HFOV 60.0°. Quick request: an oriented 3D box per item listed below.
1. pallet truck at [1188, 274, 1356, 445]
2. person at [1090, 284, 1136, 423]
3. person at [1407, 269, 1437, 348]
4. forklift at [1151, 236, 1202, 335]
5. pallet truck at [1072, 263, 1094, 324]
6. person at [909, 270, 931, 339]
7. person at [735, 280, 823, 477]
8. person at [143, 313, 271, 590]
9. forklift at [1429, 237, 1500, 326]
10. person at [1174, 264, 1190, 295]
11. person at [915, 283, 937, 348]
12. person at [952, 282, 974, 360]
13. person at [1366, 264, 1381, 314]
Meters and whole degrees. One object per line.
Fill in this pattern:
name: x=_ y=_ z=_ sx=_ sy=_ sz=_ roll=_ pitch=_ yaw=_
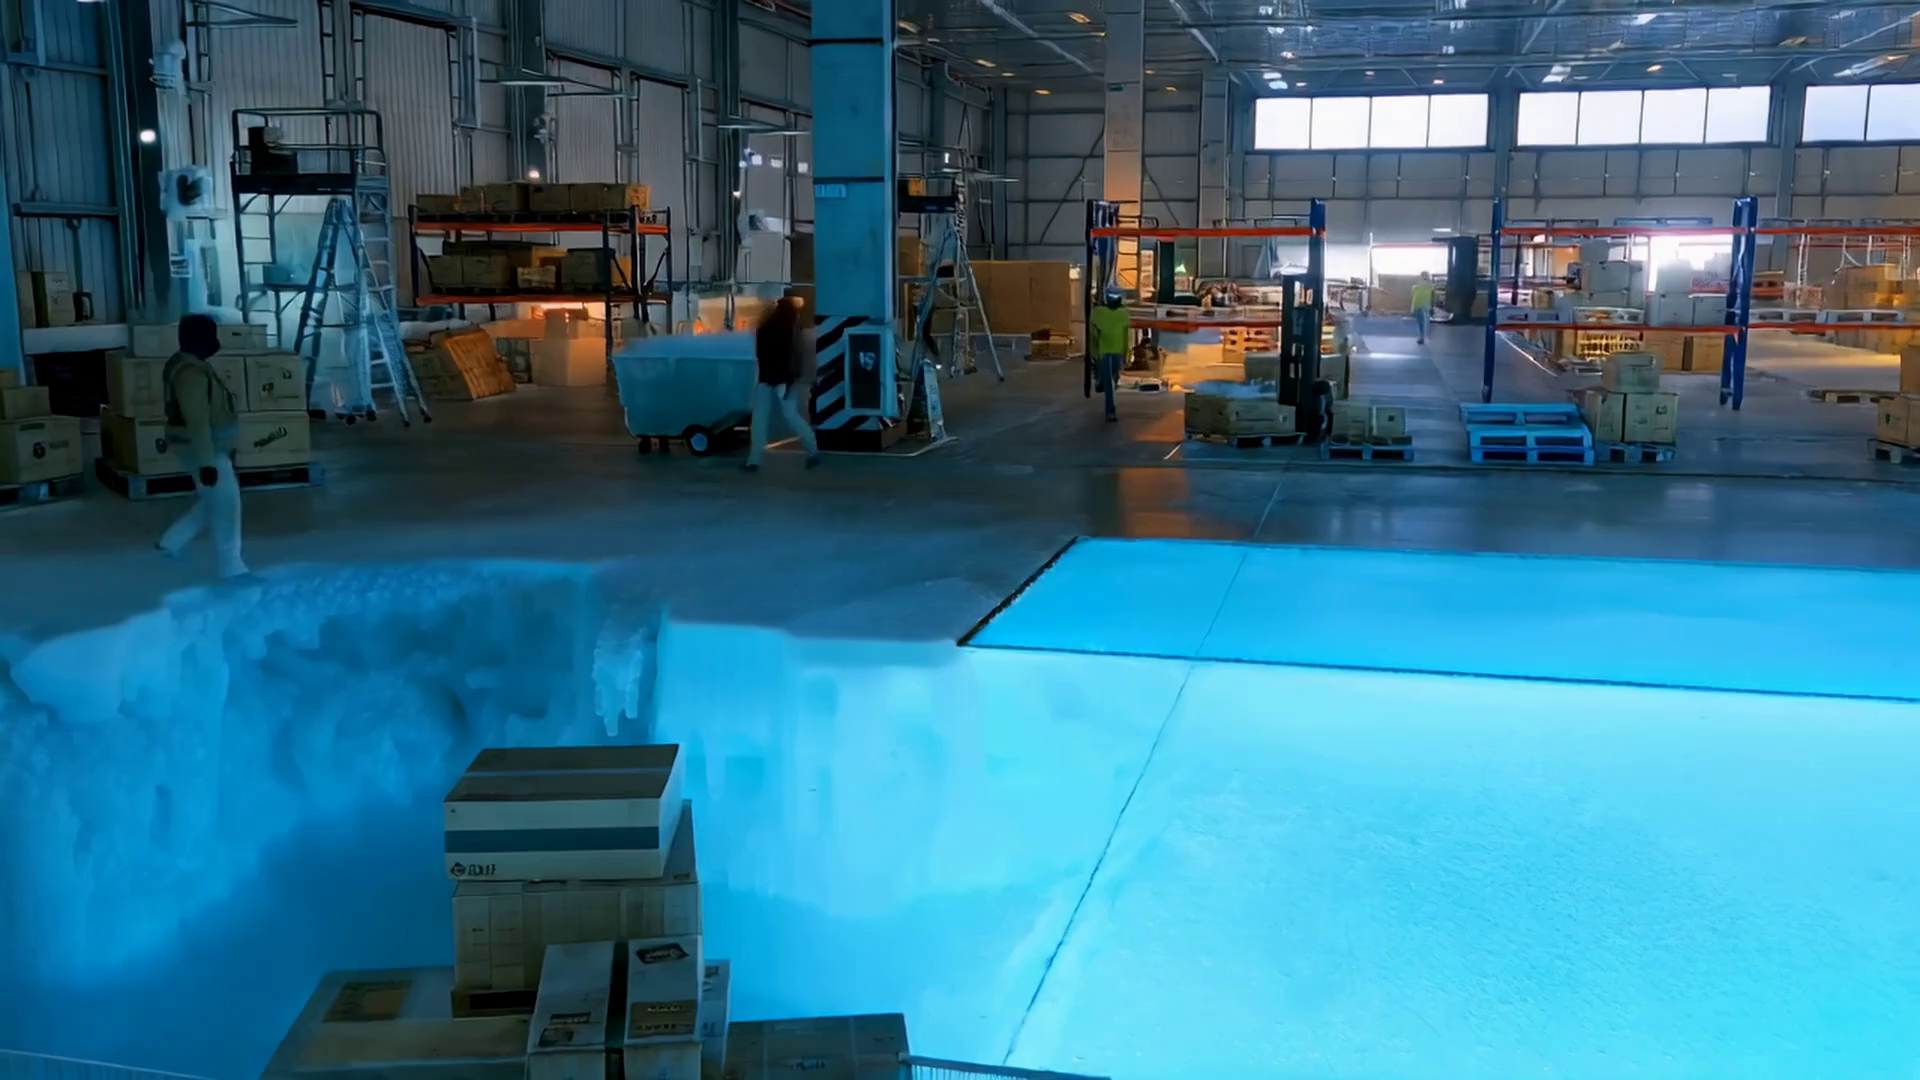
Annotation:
pallet truck: x=3.653 y=-2.138 z=19.590 sx=1.885 sy=1.965 sz=0.823 roll=-4 pitch=10 yaw=-20
person: x=2.037 y=-2.437 z=21.851 sx=0.555 sy=1.822 sz=0.946 roll=-2 pitch=10 yaw=-10
person: x=11.193 y=-5.606 z=40.328 sx=0.635 sy=1.884 sz=1.014 roll=0 pitch=10 yaw=-3
forklift: x=5.866 y=-7.214 z=46.878 sx=1.873 sy=2.768 sz=1.129 roll=2 pitch=10 yaw=14
pallet truck: x=4.325 y=-8.180 z=55.162 sx=0.823 sy=1.965 sz=1.885 roll=6 pitch=11 yaw=31
person: x=-0.969 y=-5.707 z=40.932 sx=0.584 sy=1.882 sz=0.337 roll=3 pitch=10 yaw=19
person: x=-1.798 y=-1.625 z=16.706 sx=0.610 sy=1.961 sz=0.984 roll=9 pitch=13 yaw=43
person: x=-4.935 y=-0.564 z=10.809 sx=0.658 sy=1.817 sz=0.633 roll=-5 pitch=11 yaw=-28
forklift: x=15.958 y=-8.151 z=52.394 sx=1.873 sy=2.768 sz=1.129 roll=-2 pitch=10 yaw=-12
person: x=7.790 y=-8.737 z=58.627 sx=0.635 sy=1.934 sz=0.351 roll=2 pitch=10 yaw=14
person: x=-0.740 y=-4.895 z=36.310 sx=0.517 sy=1.831 sz=0.467 roll=-3 pitch=10 yaw=-16
person: x=0.062 y=-4.723 z=35.602 sx=0.502 sy=1.725 sz=0.466 roll=-5 pitch=11 yaw=-28
person: x=15.666 y=-9.478 z=63.024 sx=0.558 sy=1.921 sz=0.389 roll=1 pitch=10 yaw=6
